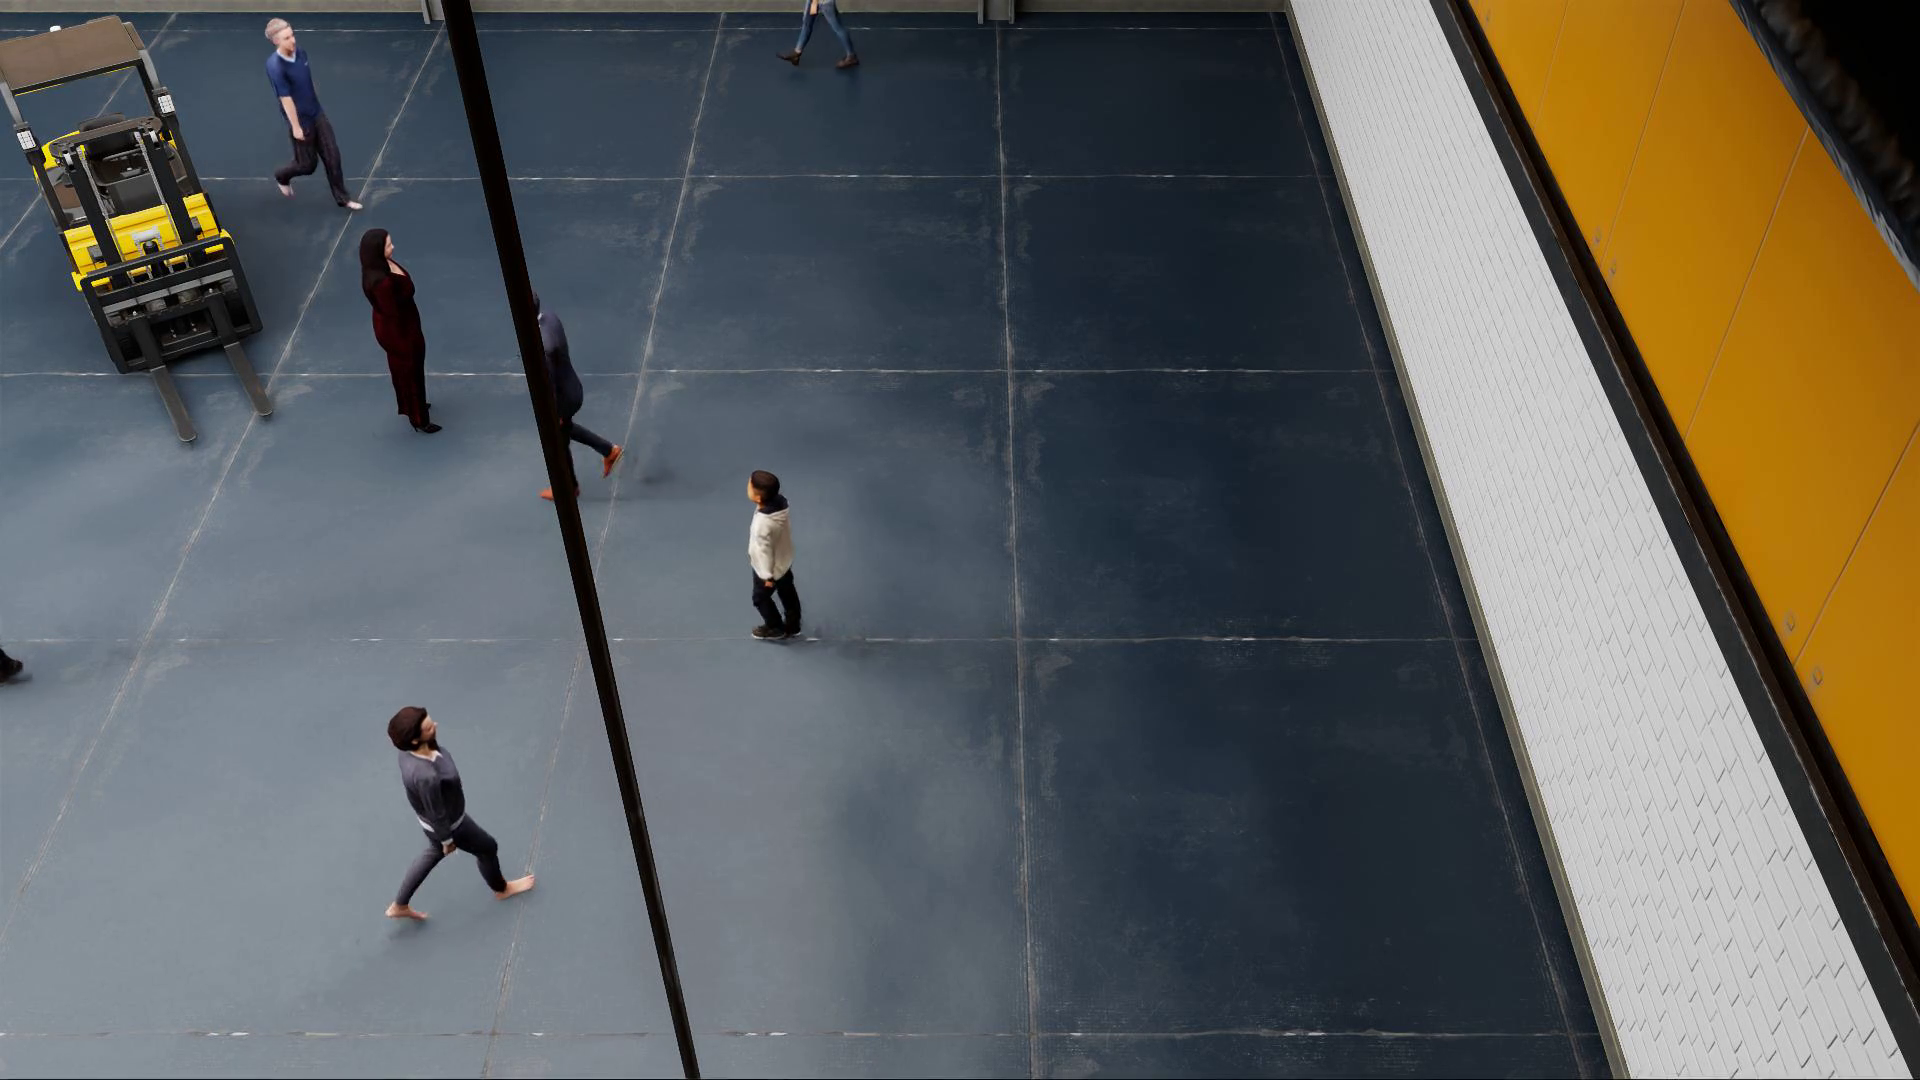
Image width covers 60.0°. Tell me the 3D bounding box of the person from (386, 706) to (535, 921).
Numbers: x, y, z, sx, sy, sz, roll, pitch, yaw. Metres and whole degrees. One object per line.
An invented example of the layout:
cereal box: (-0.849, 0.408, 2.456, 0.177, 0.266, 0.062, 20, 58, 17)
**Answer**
person: (-2.966, 1.558, 9.255, 1.149, 1.740, 0.989, -26, 49, -25)

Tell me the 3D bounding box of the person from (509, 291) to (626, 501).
person: (-2.803, -1.033, 11.930, 0.922, 1.801, 0.780, -6, 44, -6)

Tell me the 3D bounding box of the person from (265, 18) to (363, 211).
person: (-5.891, -3.732, 14.732, 1.099, 1.846, 0.881, 14, 45, 14)

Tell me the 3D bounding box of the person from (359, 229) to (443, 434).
person: (-4.248, -1.578, 12.538, 0.756, 1.752, 0.755, -19, 47, -19)

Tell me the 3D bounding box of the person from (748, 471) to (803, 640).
person: (-1.171, 0.131, 10.969, 0.633, 1.443, 0.647, 10, 45, 10)

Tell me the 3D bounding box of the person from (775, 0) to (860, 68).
person: (-1.292, -5.486, 16.751, 1.119, 1.600, 0.724, -7, 44, -8)
